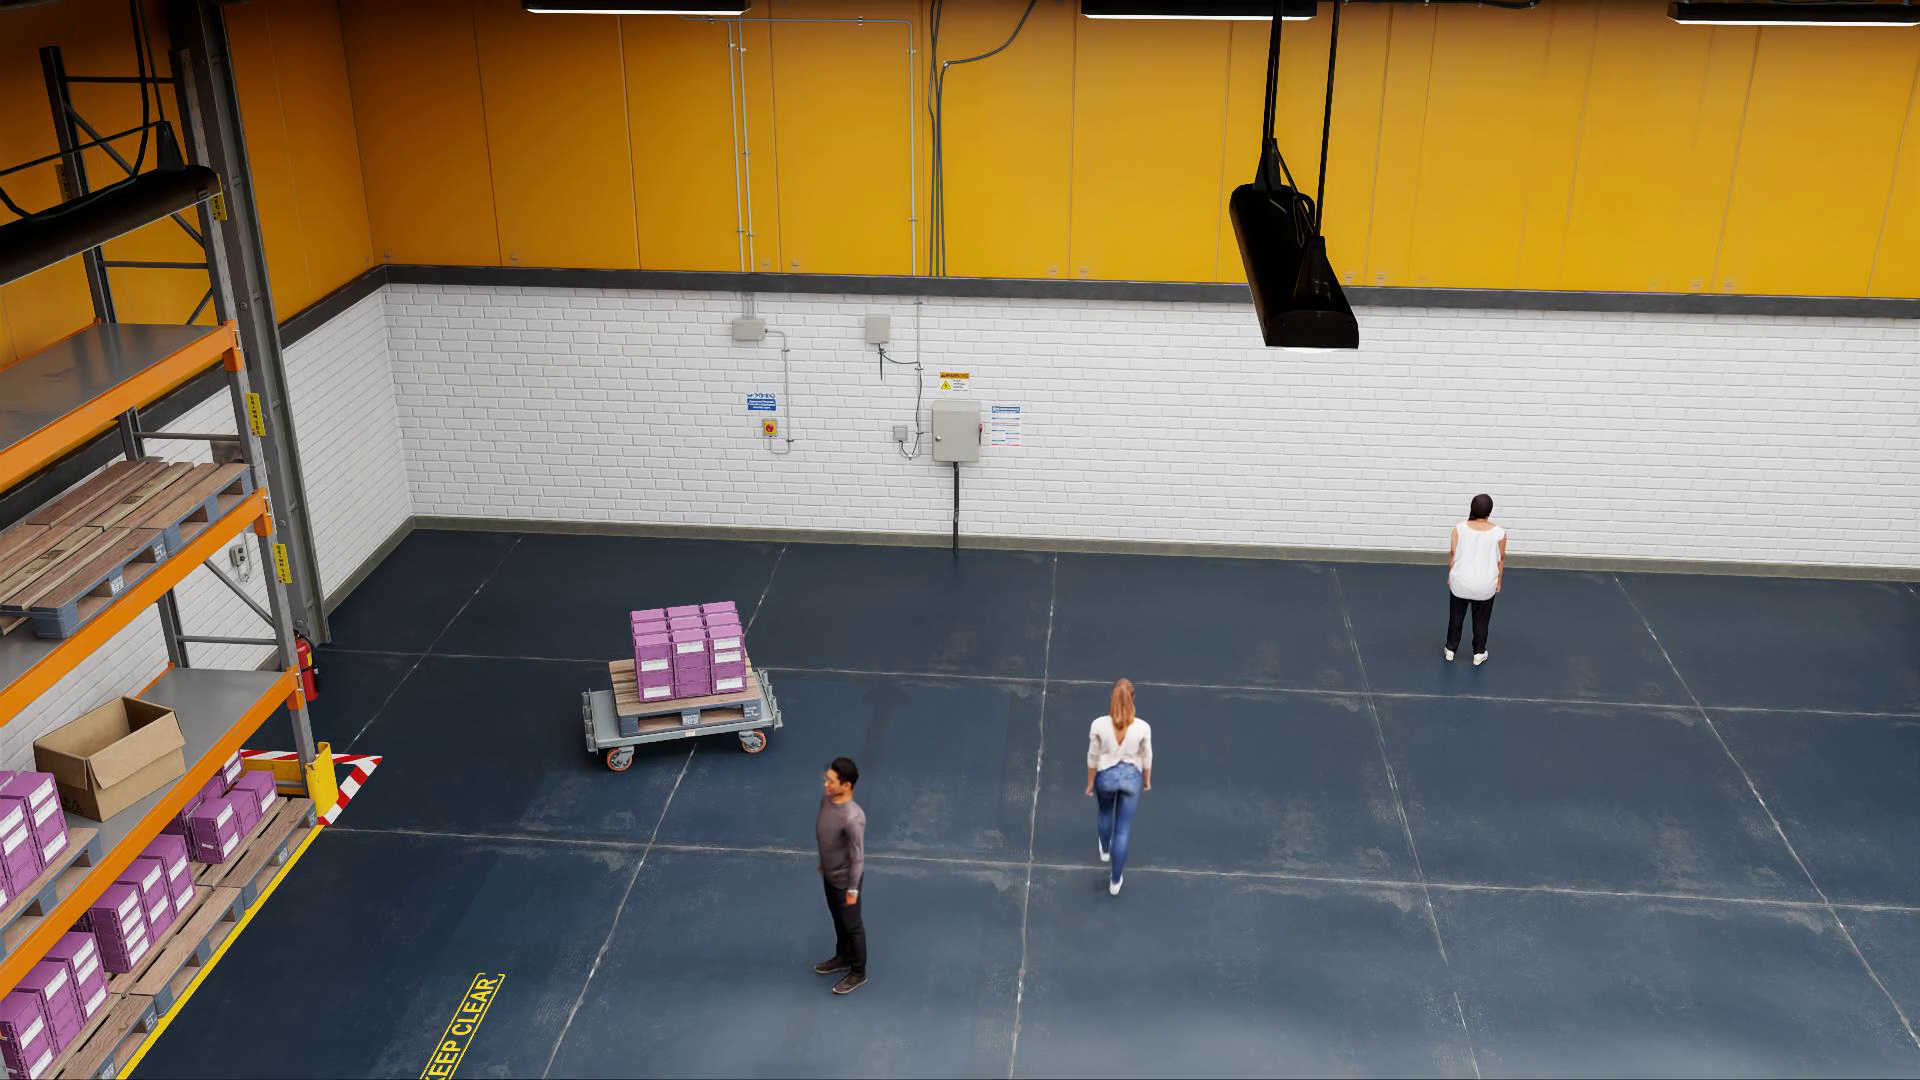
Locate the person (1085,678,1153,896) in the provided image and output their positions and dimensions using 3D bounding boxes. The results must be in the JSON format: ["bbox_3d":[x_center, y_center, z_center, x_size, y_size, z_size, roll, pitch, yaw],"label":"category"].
[{"bbox_3d":[1.160,1.848,12.249,0.672,1.702,0.890,4,24,9],"label":"person"}]

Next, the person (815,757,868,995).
[{"bbox_3d":[-0.782,2.249,11.249,0.778,1.768,0.666,7,25,16],"label":"person"}]

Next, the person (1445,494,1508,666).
[{"bbox_3d":[4.844,0.351,15.693,0.731,1.687,0.714,10,25,21],"label":"person"}]
